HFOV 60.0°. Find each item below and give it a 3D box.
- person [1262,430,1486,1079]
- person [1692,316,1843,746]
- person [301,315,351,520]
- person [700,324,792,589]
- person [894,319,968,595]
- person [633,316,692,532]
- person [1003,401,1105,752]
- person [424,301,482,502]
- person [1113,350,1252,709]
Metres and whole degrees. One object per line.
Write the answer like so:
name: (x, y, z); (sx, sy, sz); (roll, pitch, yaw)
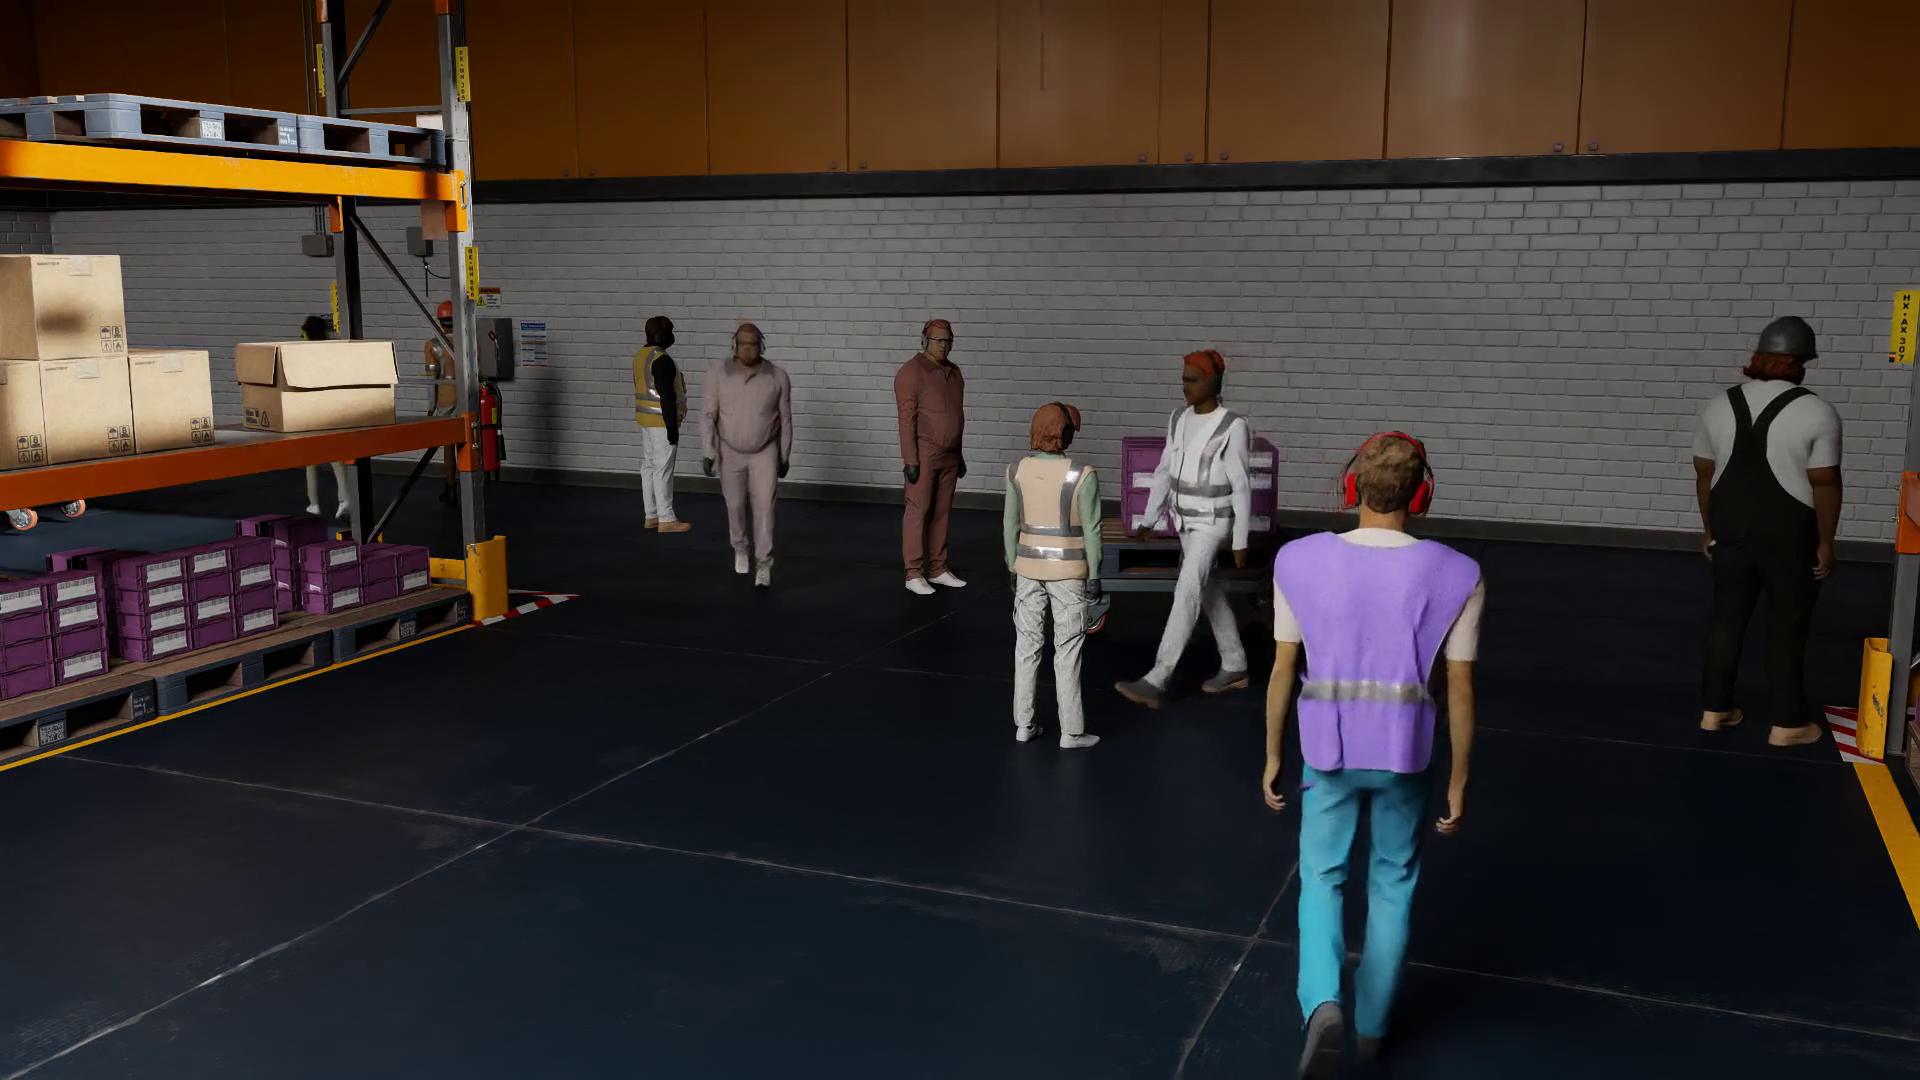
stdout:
person: (1.119, 0.614, 4.571); (0.579, 1.823, 0.668); (3, 10, 16)
person: (3.902, -0.055, 7.977); (0.536, 2.000, 0.688); (-7, 11, -35)
person: (-5.719, -1.101, 14.956); (0.529, 1.837, 0.936); (-7, 12, -35)
person: (-1.534, -0.620, 11.976); (0.645, 1.870, 0.979); (-1, 9, -4)
person: (-0.166, -0.582, 11.593); (0.402, 1.904, 0.639); (7, 12, 38)
person: (-2.552, -0.991, 14.246); (0.428, 1.845, 0.621); (-6, 11, -31)
person: (0.437, 0.174, 7.802); (0.522, 1.640, 0.306); (6, 11, 33)
person: (-4.874, -1.329, 16.022); (0.546, 1.934, 0.376); (-6, 11, -33)
person: (1.193, -0.058, 8.624); (0.948, 1.838, 0.588); (-4, 10, -25)
